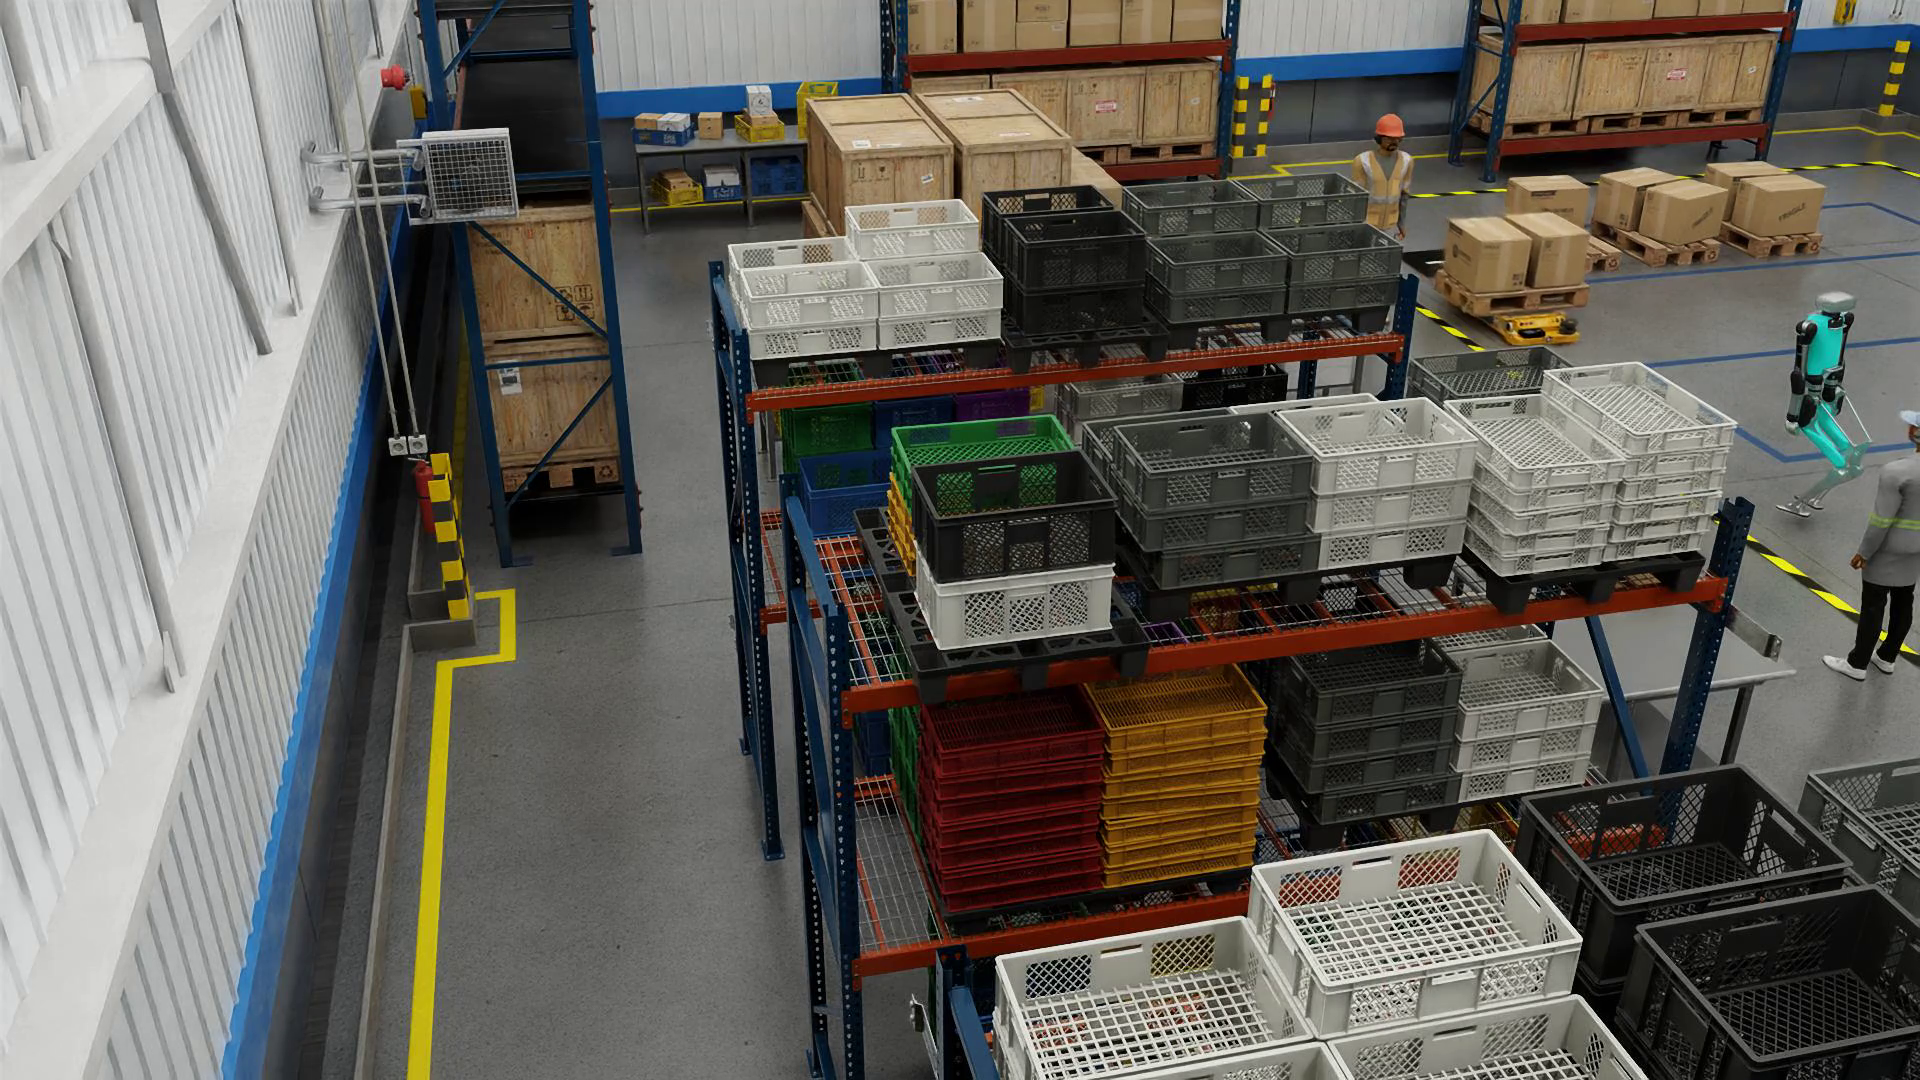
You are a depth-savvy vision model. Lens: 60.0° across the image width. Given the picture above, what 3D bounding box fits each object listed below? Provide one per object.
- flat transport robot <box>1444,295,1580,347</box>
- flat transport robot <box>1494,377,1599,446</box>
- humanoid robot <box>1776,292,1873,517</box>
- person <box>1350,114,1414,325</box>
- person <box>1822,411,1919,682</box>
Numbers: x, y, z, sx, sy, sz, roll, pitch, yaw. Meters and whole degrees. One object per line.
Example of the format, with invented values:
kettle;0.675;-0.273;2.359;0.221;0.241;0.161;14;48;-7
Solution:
flat transport robot;5.395;-2.254;16.292;0.652;0.197;1.431;-6;28;-12
flat transport robot;4.780;-1.036;14.013;0.659;0.231;1.431;-6;28;-12
humanoid robot;6.380;-0.935;12.107;0.533;1.672;0.735;-15;31;-26
person;4.004;-3.052;15.933;0.606;2.048;0.366;-5;28;-10
person;5.810;0.020;10.310;0.588;1.852;0.369;-8;29;-15
